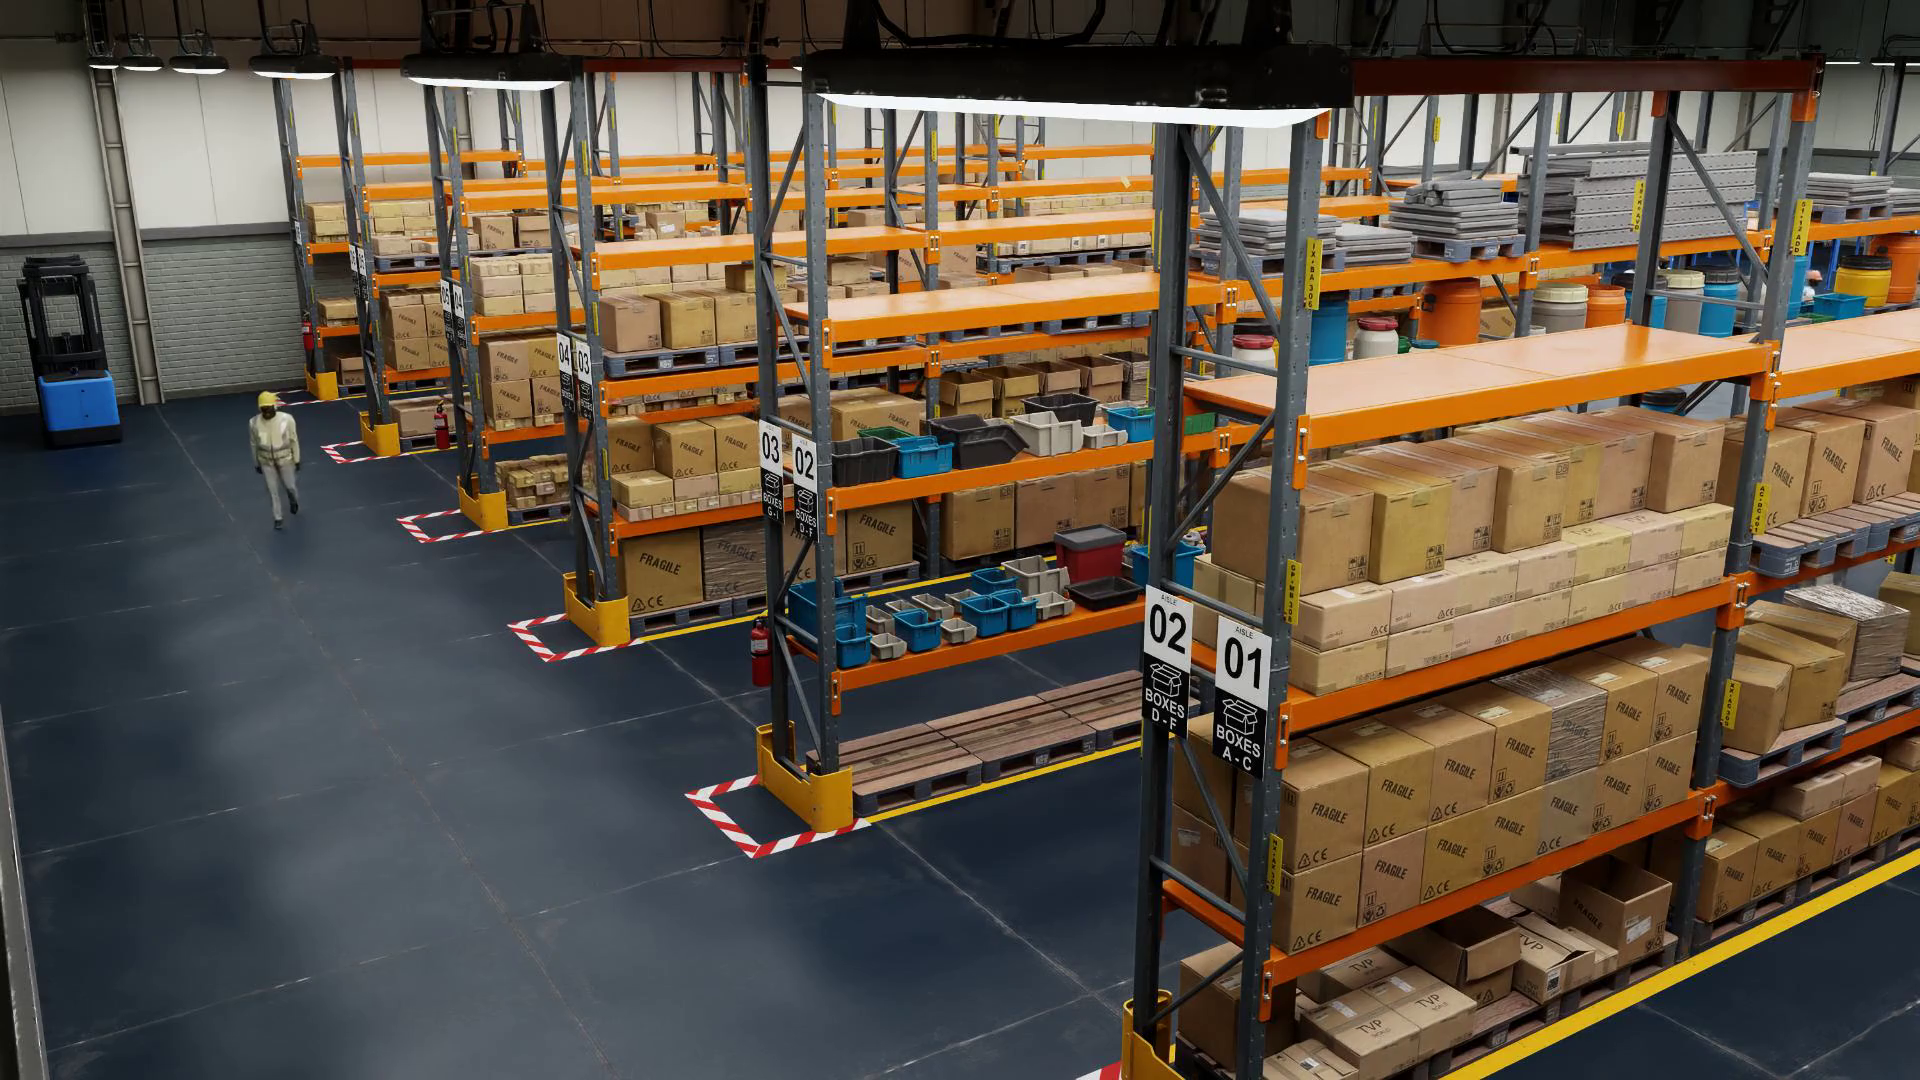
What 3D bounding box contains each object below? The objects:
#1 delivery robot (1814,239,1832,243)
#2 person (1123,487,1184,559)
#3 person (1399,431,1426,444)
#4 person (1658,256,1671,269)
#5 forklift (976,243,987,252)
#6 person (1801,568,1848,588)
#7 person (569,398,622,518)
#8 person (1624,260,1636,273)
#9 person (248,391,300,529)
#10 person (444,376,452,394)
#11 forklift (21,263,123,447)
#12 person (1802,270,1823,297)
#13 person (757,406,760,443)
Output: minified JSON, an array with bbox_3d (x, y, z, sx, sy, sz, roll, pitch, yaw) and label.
[{"bbox_3d":[28.589,-10.070,52.396,0.477,0.478,0.707,-11,20,-31],"label":"delivery robot"},{"bbox_3d":[2.442,-0.722,19.415,1.047,1.982,0.630,-12,21,-34],"label":"person"},{"bbox_3d":[5.139,-0.377,18.267,0.686,2.000,0.536,13,21,37],"label":"person"},{"bbox_3d":[15.424,-5.338,34.796,0.626,1.843,0.430,-4,18,-14],"label":"person"},{"bbox_3d":[0.988,-5.474,34.718,1.214,2.155,2.313,-10,20,-31],"label":"forklift"},{"bbox_3d":[9.039,0.324,16.635,0.512,1.606,0.590,14,22,38],"label":"person"},{"bbox_3d":[-4.613,-0.979,20.280,0.799,1.974,0.612,-5,18,-15],"label":"person"},{"bbox_3d":[14.846,-5.319,34.727,0.577,1.859,0.809,11,20,31],"label":"person"},{"bbox_3d":[-9.051,-1.086,20.884,0.608,1.821,0.546,-4,17,-14],"label":"person"},{"bbox_3d":[-9.123,-3.296,27.842,0.397,1.992,0.622,-7,18,-23],"label":"person"},{"bbox_3d":[-14.518,-3.079,25.708,1.129,2.768,1.873,-10,20,-31],"label":"forklift"},{"bbox_3d":[17.061,-4.506,31.935,0.719,1.923,0.555,7,18,20],"label":"person"},{"bbox_3d":[-2.493,-0.876,20.256,0.945,1.799,0.623,-2,17,-5],"label":"person"}]
